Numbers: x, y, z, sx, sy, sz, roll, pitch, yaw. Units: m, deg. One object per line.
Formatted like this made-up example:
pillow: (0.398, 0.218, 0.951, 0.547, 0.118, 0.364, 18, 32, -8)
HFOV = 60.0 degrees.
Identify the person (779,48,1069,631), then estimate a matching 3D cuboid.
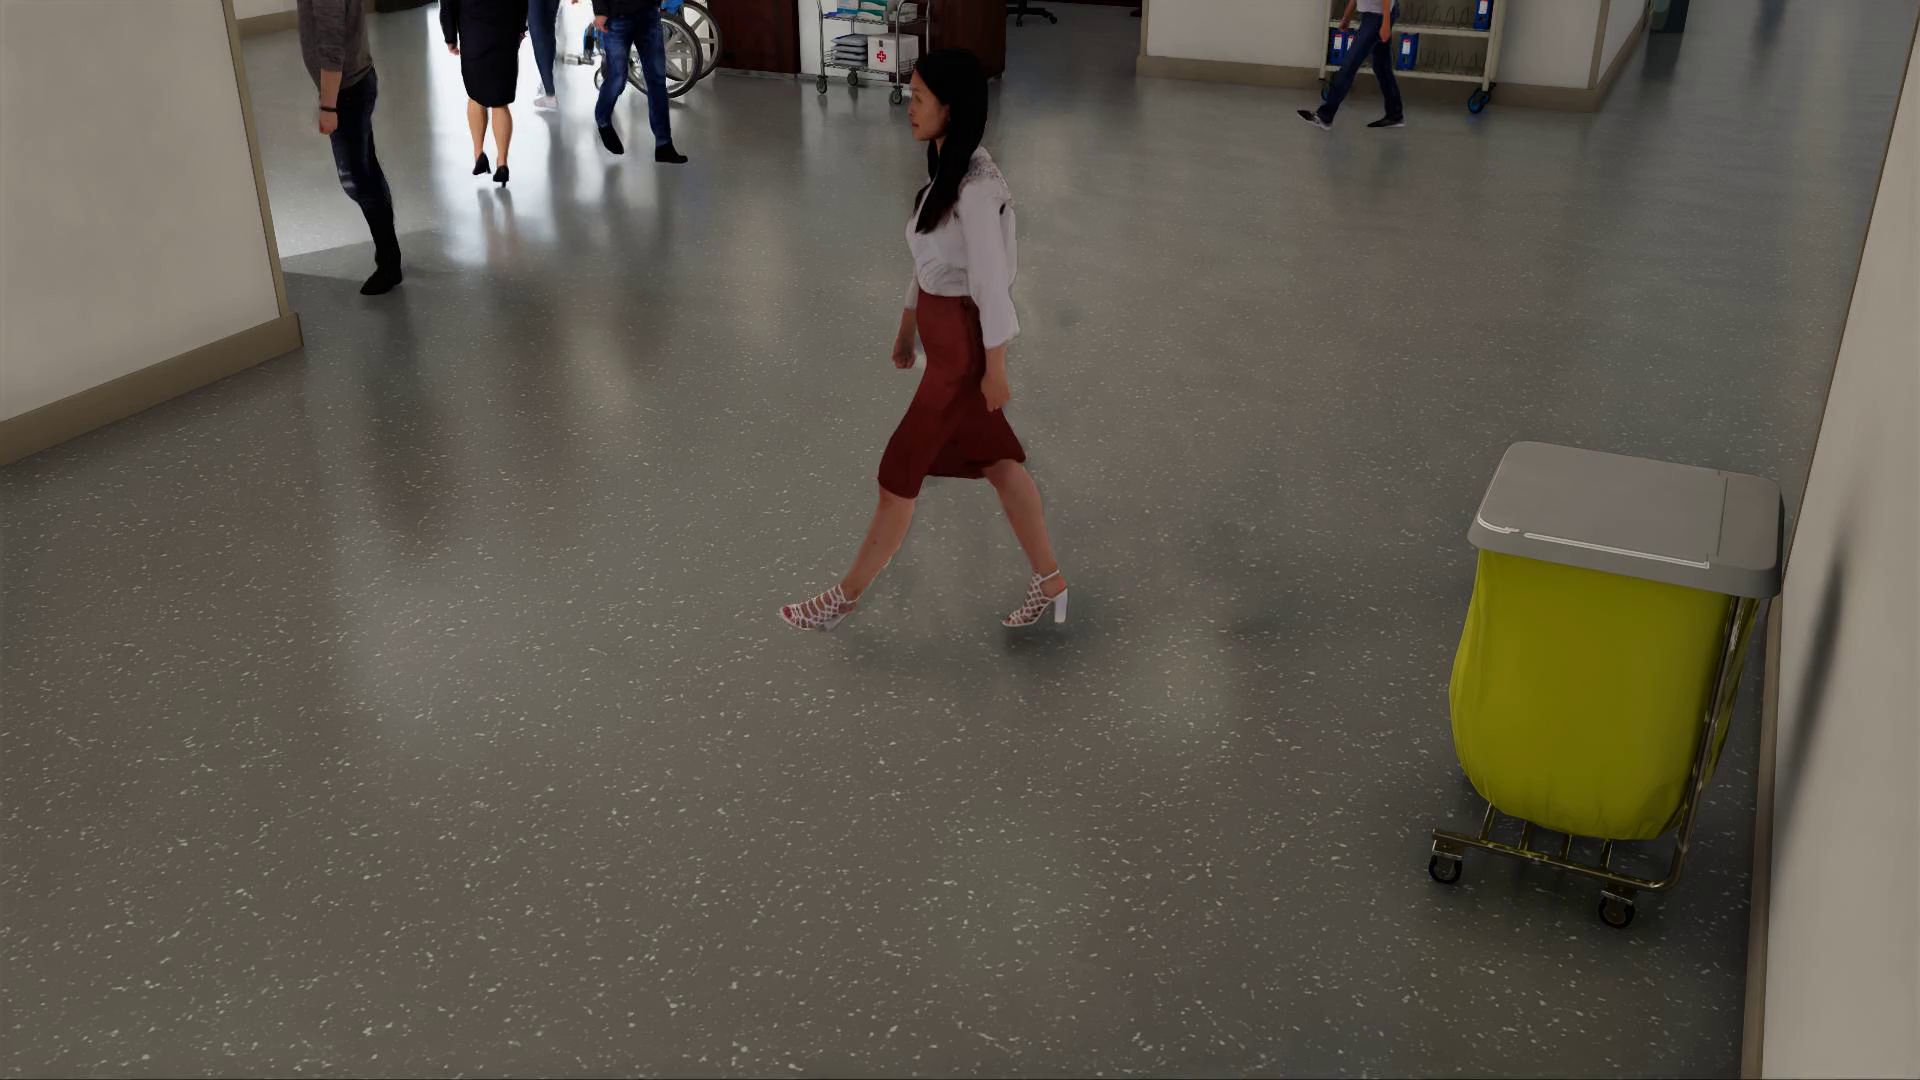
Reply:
person: (0.082, -0.468, 4.701, 1.184, 1.702, 1.031, -5, 26, -10)

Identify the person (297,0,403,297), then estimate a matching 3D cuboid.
person: (-2.933, -2.166, 8.044, 0.912, 1.859, 0.877, -2, 26, -4)

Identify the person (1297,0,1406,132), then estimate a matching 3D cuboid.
person: (2.880, -3.522, 11.238, 1.069, 1.526, 0.824, -1, 26, -1)

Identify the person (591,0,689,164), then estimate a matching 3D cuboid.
person: (-2.114, -3.311, 10.405, 0.953, 1.869, 1.167, -20, 32, -36)

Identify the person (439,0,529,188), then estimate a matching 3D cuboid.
person: (-2.763, -2.909, 9.823, 0.837, 1.650, 0.889, -12, 28, -23)

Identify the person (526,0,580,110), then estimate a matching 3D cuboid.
person: (-2.981, -3.992, 12.013, 0.909, 1.700, 0.956, -18, 31, -32)
